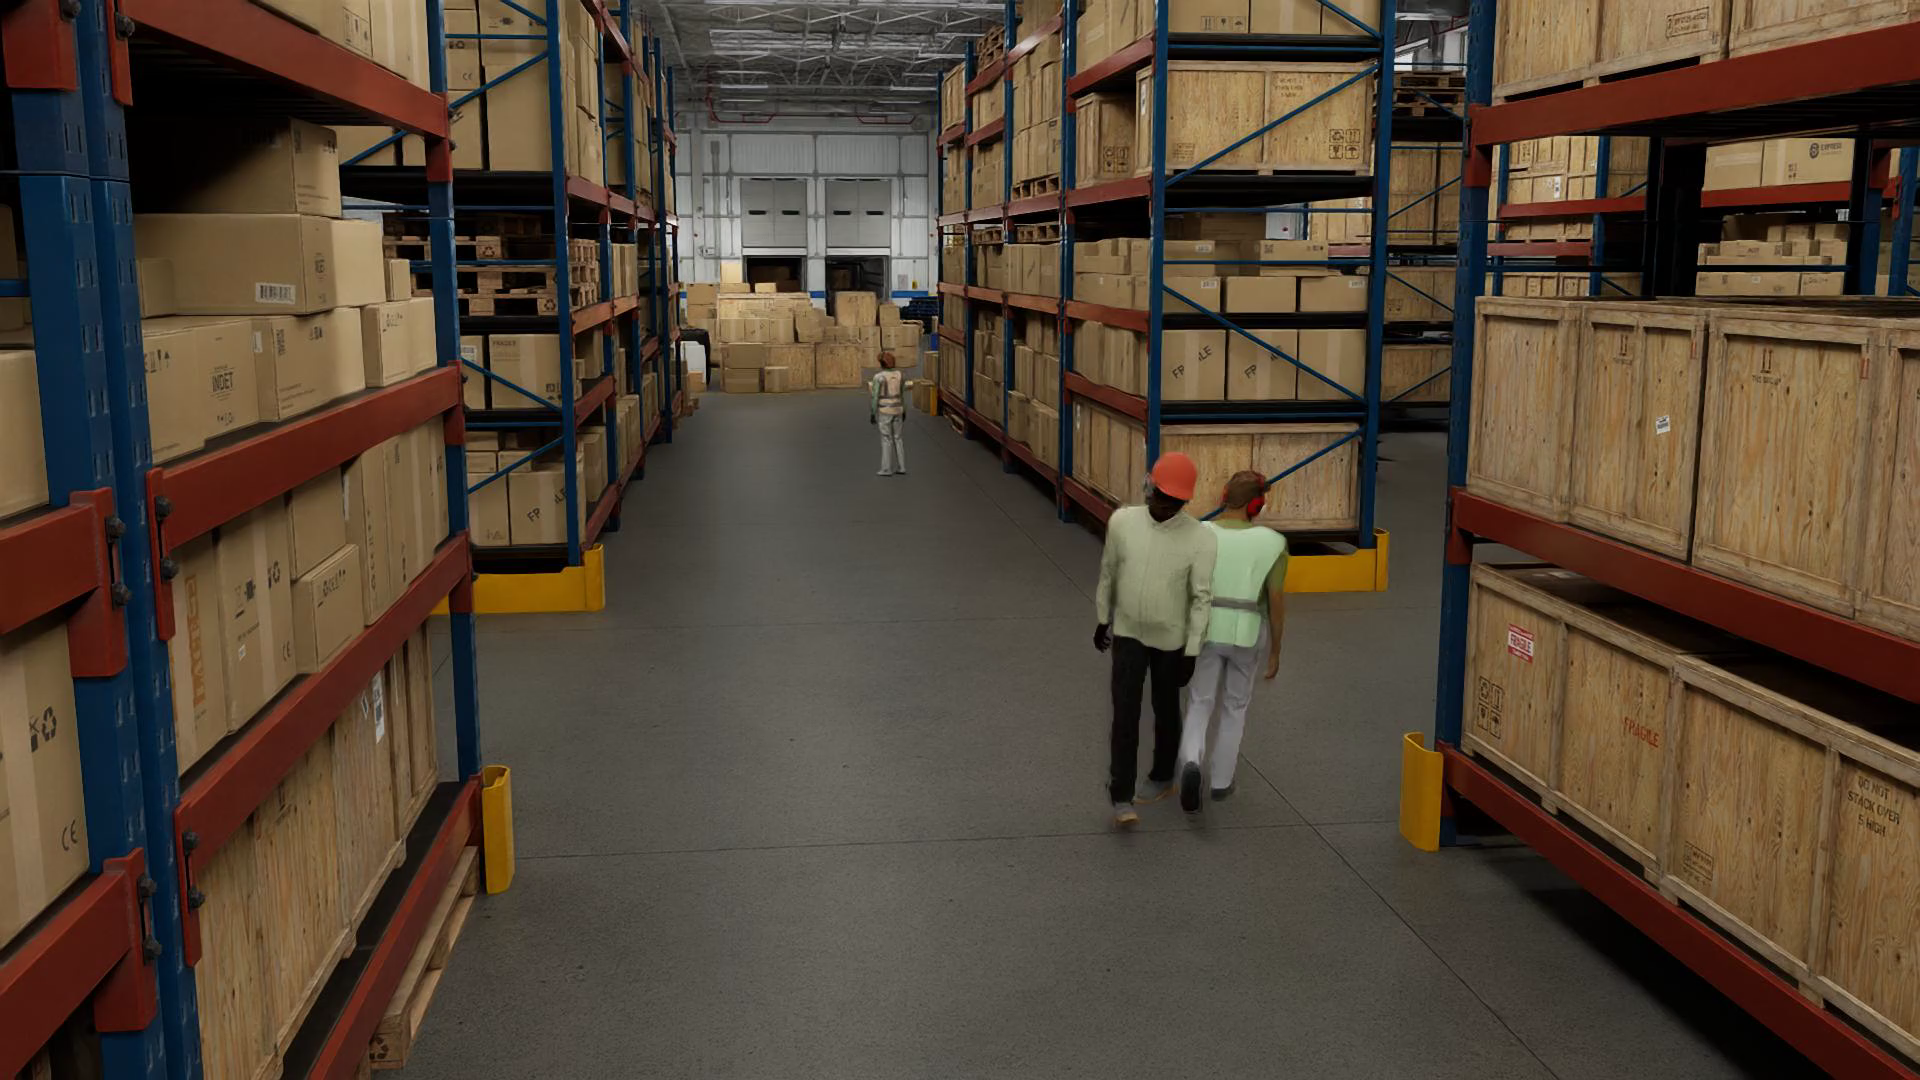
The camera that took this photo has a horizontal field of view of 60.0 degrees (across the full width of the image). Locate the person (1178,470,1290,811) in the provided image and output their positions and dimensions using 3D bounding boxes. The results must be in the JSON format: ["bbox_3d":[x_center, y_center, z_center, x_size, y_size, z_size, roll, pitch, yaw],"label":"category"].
[{"bbox_3d":[1.379,0.538,8.614,0.615,1.804,0.725,3,10,17],"label":"person"}]

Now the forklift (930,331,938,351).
[{"bbox_3d":[0.242,-5.144,38.515,1.129,2.768,1.873,-8,13,-39],"label":"forklift"}]

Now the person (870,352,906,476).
[{"bbox_3d":[-0.932,-1.644,21.770,0.530,1.630,0.328,-8,13,-39],"label":"person"}]

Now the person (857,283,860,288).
[{"bbox_3d":[-3.683,-8.215,59.288,0.356,1.885,0.574,8,13,40],"label":"person"}]

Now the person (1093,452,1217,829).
[{"bbox_3d":[0.948,0.500,8.434,0.679,1.921,0.980,4,10,20],"label":"person"}]

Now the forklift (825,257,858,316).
[{"bbox_3d":[-3.425,-6.810,48.214,1.129,2.768,1.873,-3,10,-16],"label":"forklift"}]

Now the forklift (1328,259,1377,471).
[{"bbox_3d":[4.845,-2.410,22.595,1.129,2.768,1.873,-1,10,-7],"label":"forklift"}]

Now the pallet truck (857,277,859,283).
[{"bbox_3d":[-3.782,-9.391,65.808,1.885,1.965,0.823,2,10,10],"label":"pallet truck"}]
